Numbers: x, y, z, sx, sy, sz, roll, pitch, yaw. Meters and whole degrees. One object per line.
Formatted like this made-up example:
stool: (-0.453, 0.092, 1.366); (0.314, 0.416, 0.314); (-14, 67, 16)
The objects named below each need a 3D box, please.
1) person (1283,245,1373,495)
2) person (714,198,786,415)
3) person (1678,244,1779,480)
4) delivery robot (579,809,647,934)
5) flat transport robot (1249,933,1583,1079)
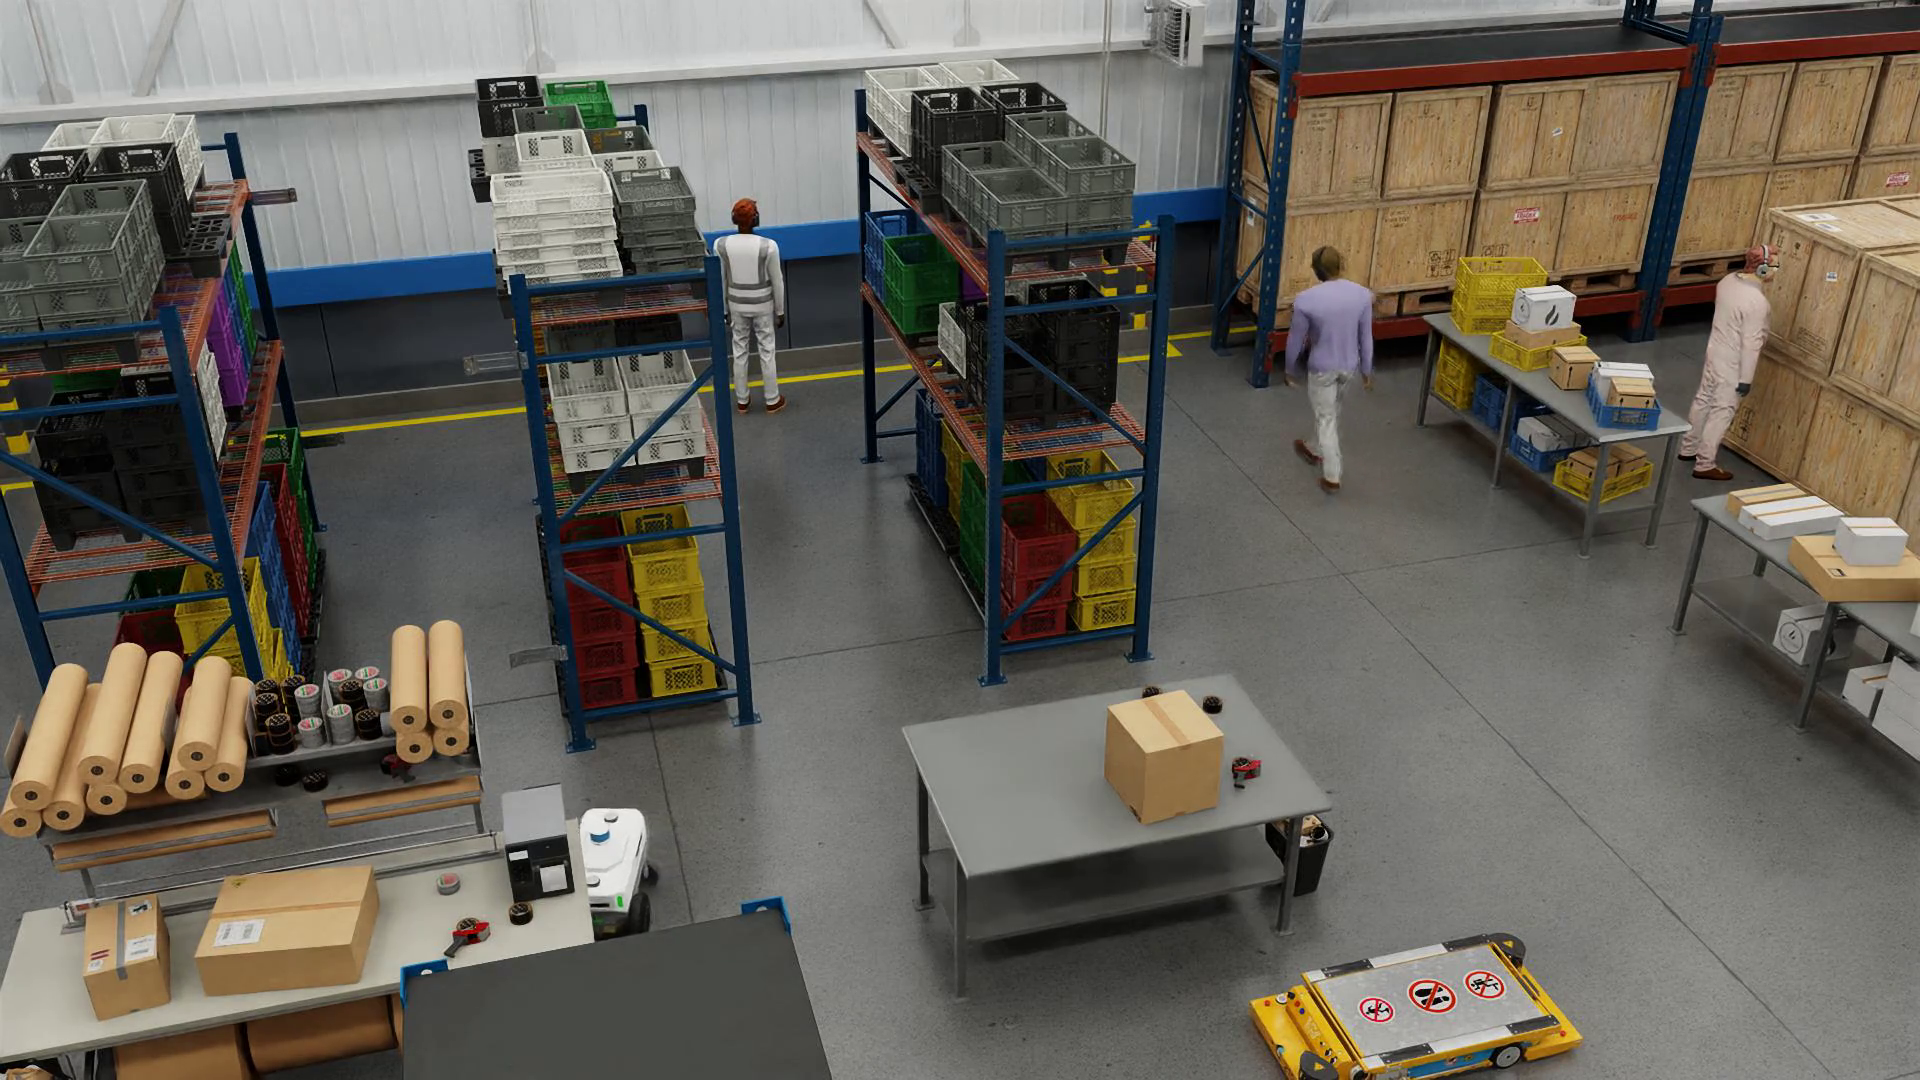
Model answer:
person: (2.836, -1.344, 12.906); (0.651, 1.883, 0.957); (-9, 30, -16)
person: (-1.755, -1.955, 14.028); (0.575, 1.883, 0.355); (3, 29, 6)
person: (6.053, -1.394, 13.000); (0.396, 1.899, 0.644); (0, 29, 0)
delivery robot: (-1.856, 1.692, 8.668); (0.477, 0.478, 0.707); (0, 29, 0)
flat transport robot: (2.184, 2.282, 7.980); (1.431, 0.197, 0.652); (-8, 30, -14)
